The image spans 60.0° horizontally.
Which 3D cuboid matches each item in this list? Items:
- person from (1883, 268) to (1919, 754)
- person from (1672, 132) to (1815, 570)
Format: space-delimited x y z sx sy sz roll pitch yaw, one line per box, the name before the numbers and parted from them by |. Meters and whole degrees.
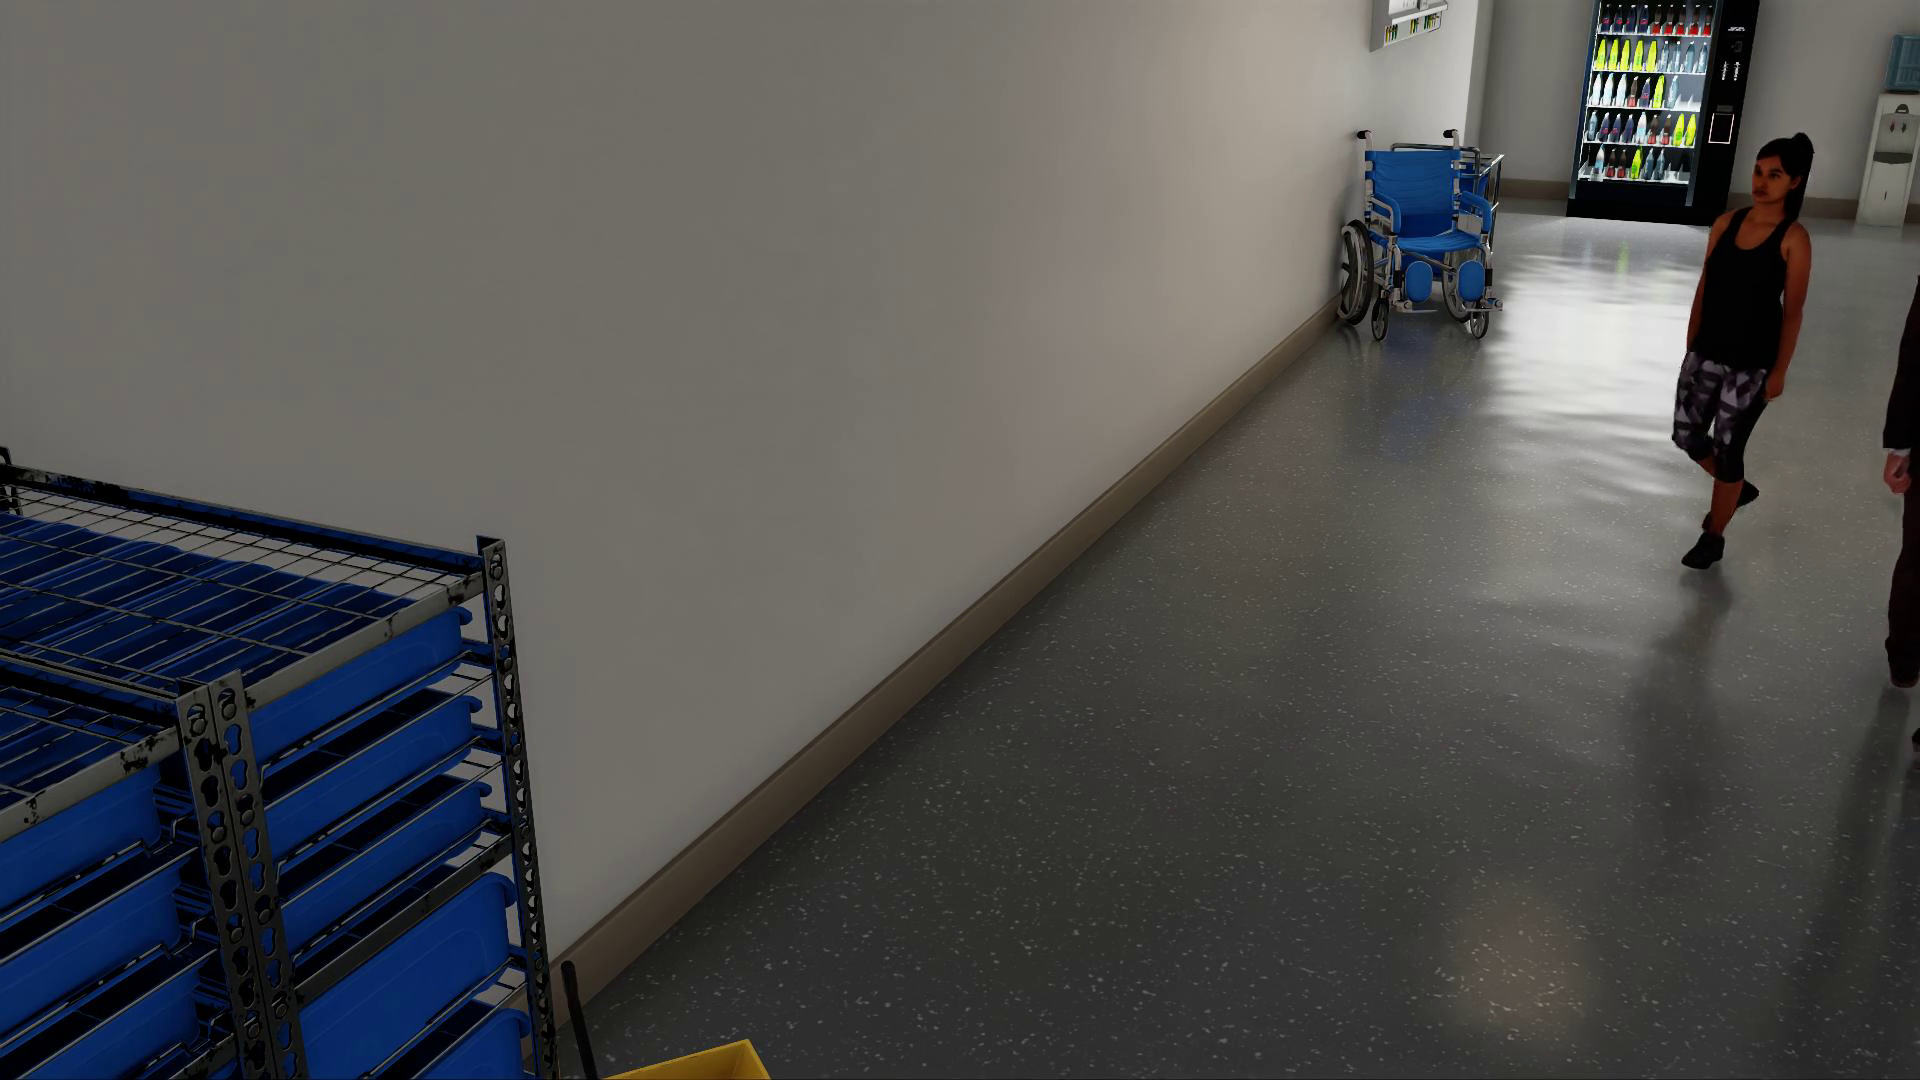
person | 2.988 -0.232 4.838 1.184 1.825 0.885 14 25 32
person | 3.008 -0.707 6.339 0.835 1.649 0.790 -13 24 -30
